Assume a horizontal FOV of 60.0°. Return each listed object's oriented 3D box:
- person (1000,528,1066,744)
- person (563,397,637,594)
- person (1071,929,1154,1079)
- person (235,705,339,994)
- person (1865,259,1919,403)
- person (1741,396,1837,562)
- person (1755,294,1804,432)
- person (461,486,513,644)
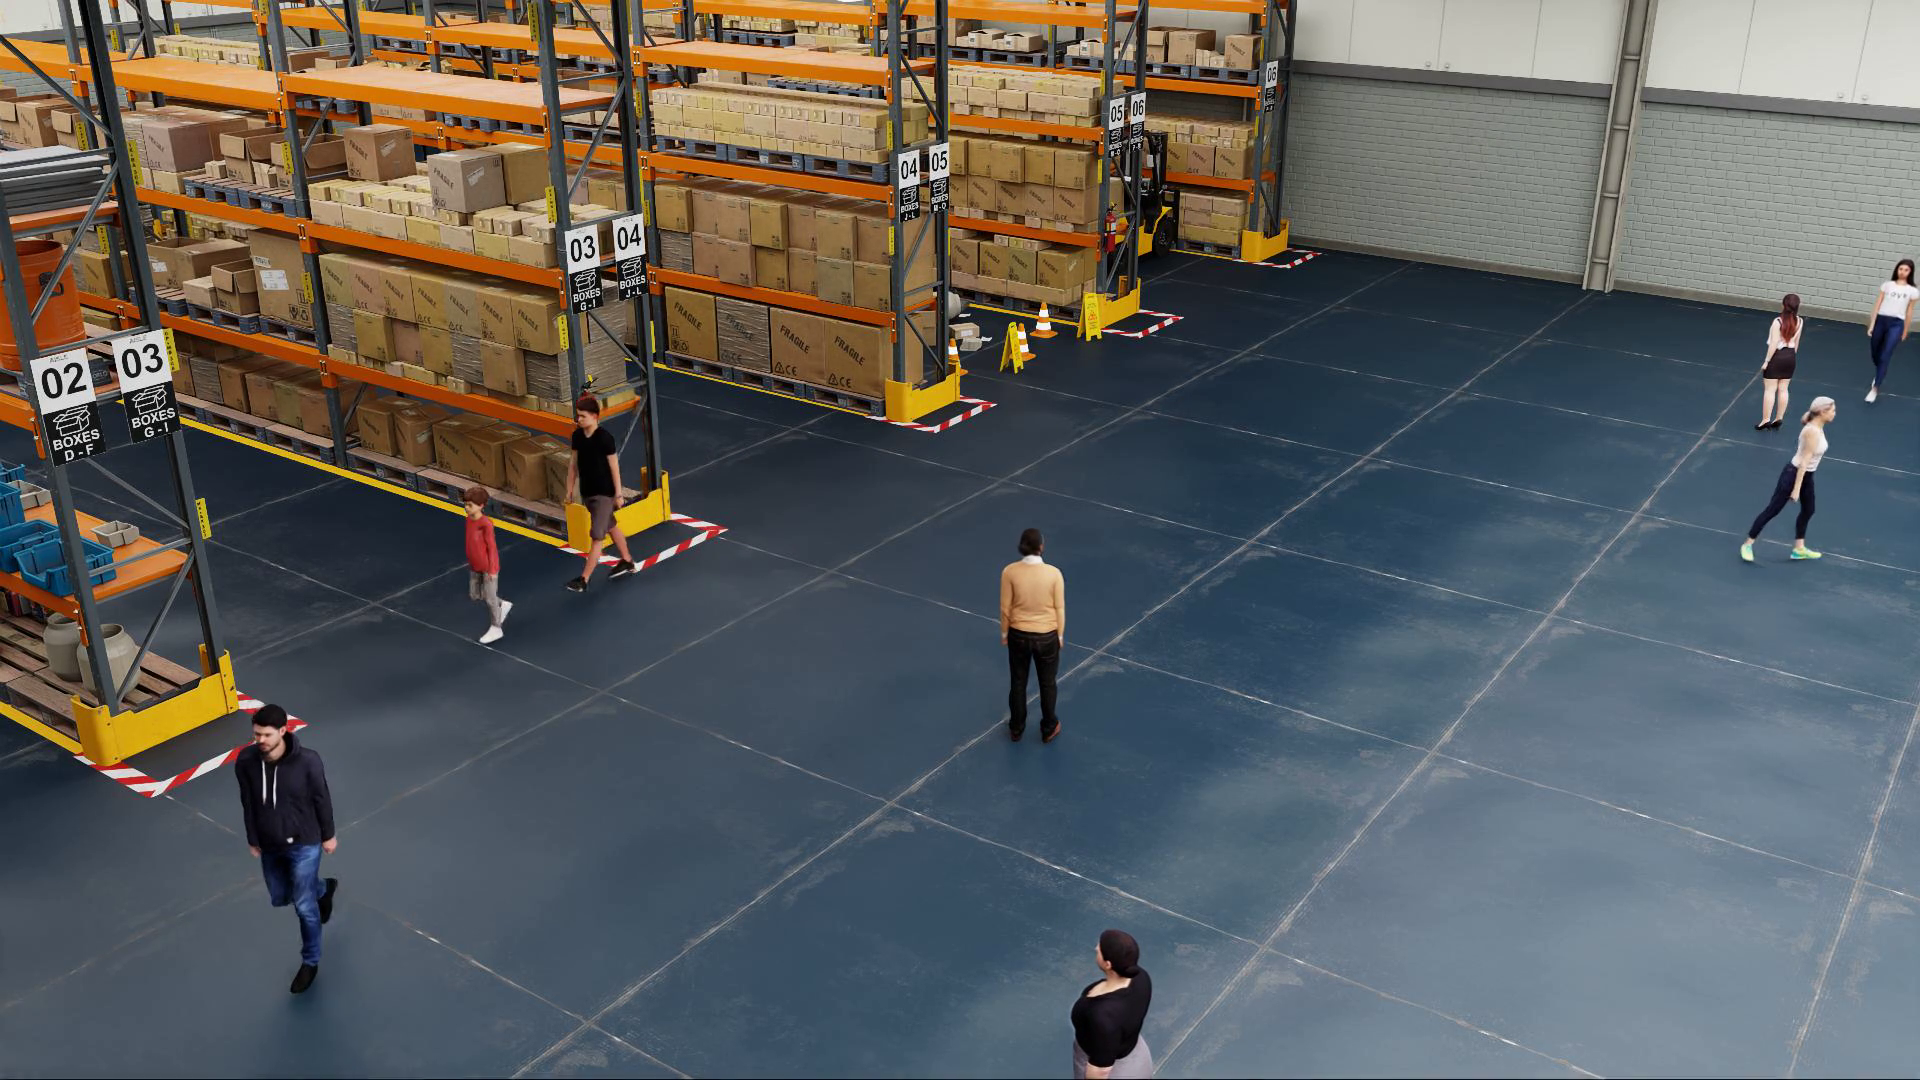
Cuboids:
[{"bbox_3d":[0.561,0.740,12.799,0.688,1.752,0.810,4,23,9],"label":"person"},{"bbox_3d":[-3.295,-0.455,15.525,1.080,1.816,0.744,16,28,32],"label":"person"},{"bbox_3d":[0.772,2.675,8.237,0.624,1.760,0.673,13,26,28],"label":"person"},{"bbox_3d":[-4.056,1.790,10.173,1.110,1.874,1.053,2,23,5],"label":"person"},{"bbox_3d":[11.586,-2.636,20.744,1.068,1.745,0.758,20,30,39],"label":"person"},{"bbox_3d":[7.980,-0.573,15.996,0.882,1.665,0.698,19,29,37],"label":"person"},{"bbox_3d":[9.654,-2.092,19.589,0.639,1.648,0.686,-6,24,-14],"label":"person"},{"bbox_3d":[-4.102,0.190,14.530,0.598,1.407,0.579,16,28,32],"label":"person"}]
